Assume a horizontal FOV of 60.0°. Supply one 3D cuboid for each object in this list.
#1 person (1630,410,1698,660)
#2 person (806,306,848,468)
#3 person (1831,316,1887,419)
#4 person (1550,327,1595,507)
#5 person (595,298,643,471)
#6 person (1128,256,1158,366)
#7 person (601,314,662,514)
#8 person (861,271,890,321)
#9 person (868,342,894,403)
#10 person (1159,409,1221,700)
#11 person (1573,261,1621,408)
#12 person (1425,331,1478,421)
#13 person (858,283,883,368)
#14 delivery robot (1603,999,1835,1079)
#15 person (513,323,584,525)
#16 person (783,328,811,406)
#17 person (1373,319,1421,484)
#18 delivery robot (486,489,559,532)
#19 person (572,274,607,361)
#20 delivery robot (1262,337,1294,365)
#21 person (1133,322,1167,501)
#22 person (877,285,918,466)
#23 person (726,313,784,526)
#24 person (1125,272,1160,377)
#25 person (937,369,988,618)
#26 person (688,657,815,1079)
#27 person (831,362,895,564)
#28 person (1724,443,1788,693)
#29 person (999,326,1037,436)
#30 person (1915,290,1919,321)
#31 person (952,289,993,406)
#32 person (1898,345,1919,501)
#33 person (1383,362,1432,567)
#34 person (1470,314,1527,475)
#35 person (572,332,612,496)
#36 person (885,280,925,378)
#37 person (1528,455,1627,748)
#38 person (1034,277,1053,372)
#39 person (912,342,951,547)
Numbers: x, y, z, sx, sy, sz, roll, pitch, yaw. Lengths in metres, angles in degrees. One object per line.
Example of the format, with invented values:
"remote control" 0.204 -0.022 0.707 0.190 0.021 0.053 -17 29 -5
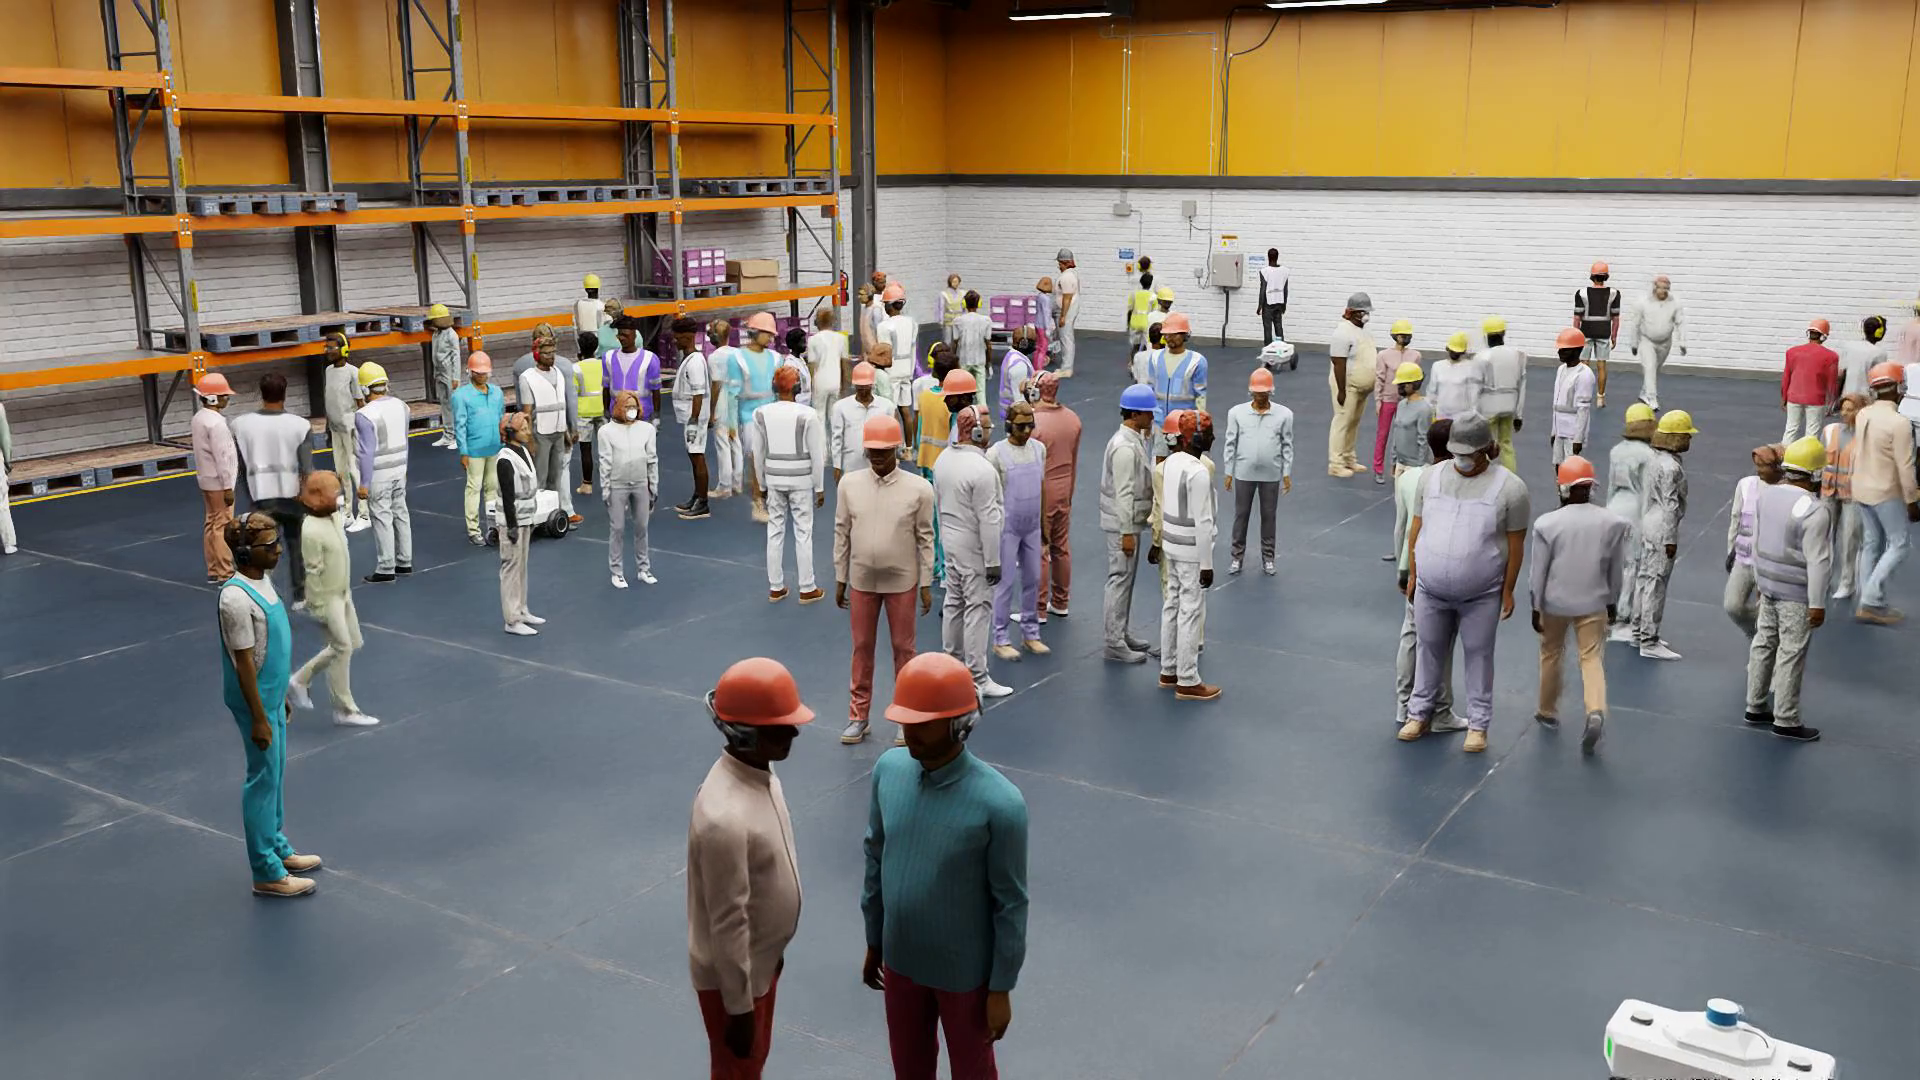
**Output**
"person" 4.941 -0.046 11.657 0.295 1.744 0.484 2 13 9
"person" -1.474 -1.693 18.624 0.517 1.827 0.530 -11 17 -39
"person" 9.597 -1.455 17.598 0.968 1.819 0.549 -3 13 -12
"person" 5.622 -1.005 15.423 0.392 1.929 0.546 -2 13 -8
"person" -3.779 -1.701 18.407 0.627 1.941 0.371 8 15 30
"person" 3.052 -3.803 27.719 0.528 1.854 0.578 -2 13 -7
"person" -3.223 -1.229 16.299 0.601 1.967 0.369 2 13 8
"person" -1.172 -2.877 23.657 0.568 1.878 0.351 -12 18 -42
"person" -0.784 -1.187 16.848 0.279 1.633 0.500 -4 14 -17
"person" 1.487 0.092 10.751 0.345 1.882 0.584 -4 14 -16
"person" 8.860 -2.864 23.214 0.607 2.048 0.367 4 13 15
"person" 4.974 -1.261 16.914 0.566 1.739 0.380 12 17 41
"person" -1.179 -2.494 22.101 0.366 1.834 0.520 -7 14 -26
"delivery robot" 2.652 1.850 5.829 0.707 0.478 0.477 9 16 35
"person" -3.884 -1.082 15.723 0.631 1.940 0.372 4 13 15
"person" -1.727 -1.395 17.610 0.318 1.698 0.534 1 13 5
"person" 4.686 -1.484 17.840 0.523 1.772 0.299 -3 13 -13
"delivery robot" -3.981 -0.295 15.134 0.477 0.478 0.707 6 14 24
"person" -4.872 -2.571 22.201 0.589 1.930 0.355 4 14 16
"delivery robot" 5.207 -3.080 27.217 0.477 0.478 0.707 7 15 28
"person" 1.947 -1.256 16.671 0.346 1.857 0.523 -13 18 -43
"person" -0.748 -1.855 18.849 0.373 2.043 0.615 10 16 36
"person" -1.839 -1.130 15.773 0.632 2.008 0.703 -11 17 -39
"person" 2.865 -3.335 26.026 0.574 1.684 0.372 6 14 23
"person" 0.019 -0.310 12.411 0.377 1.931 0.540 -3 13 -13
"person" -0.643 1.321 5.211 0.421 1.984 0.618 1 13 3
"person" -0.819 -0.663 14.312 0.573 1.748 0.331 -3 13 -13
"person" 5.333 0.163 10.985 0.360 1.631 0.577 -9 16 -35
"person" 0.603 -1.202 16.483 0.429 1.837 0.624 -1 13 -3
"person" 14.254 -3.071 24.243 0.609 1.988 0.392 8 15 32
"person" 0.151 -2.153 20.549 0.510 1.862 0.325 1 13 2
"person" 9.784 -1.238 16.953 0.319 1.687 0.539 -6 14 -25
"person" 3.833 -0.643 14.226 0.342 1.756 0.534 -3 13 -12
"person" 5.423 -1.331 16.849 0.600 1.923 0.394 -3 13 -14
"person" -3.810 -1.303 17.211 0.532 1.697 0.319 -9 16 -35
"person" -0.854 -2.996 24.579 0.865 1.693 0.584 1 13 6
"person" 3.682 0.359 9.937 0.569 1.725 0.728 1 13 6
"person" 1.307 -3.307 26.060 0.278 1.628 0.504 -3 13 -11
"person" -0.192 -0.834 14.817 0.518 1.862 0.322 -9 16 -34
